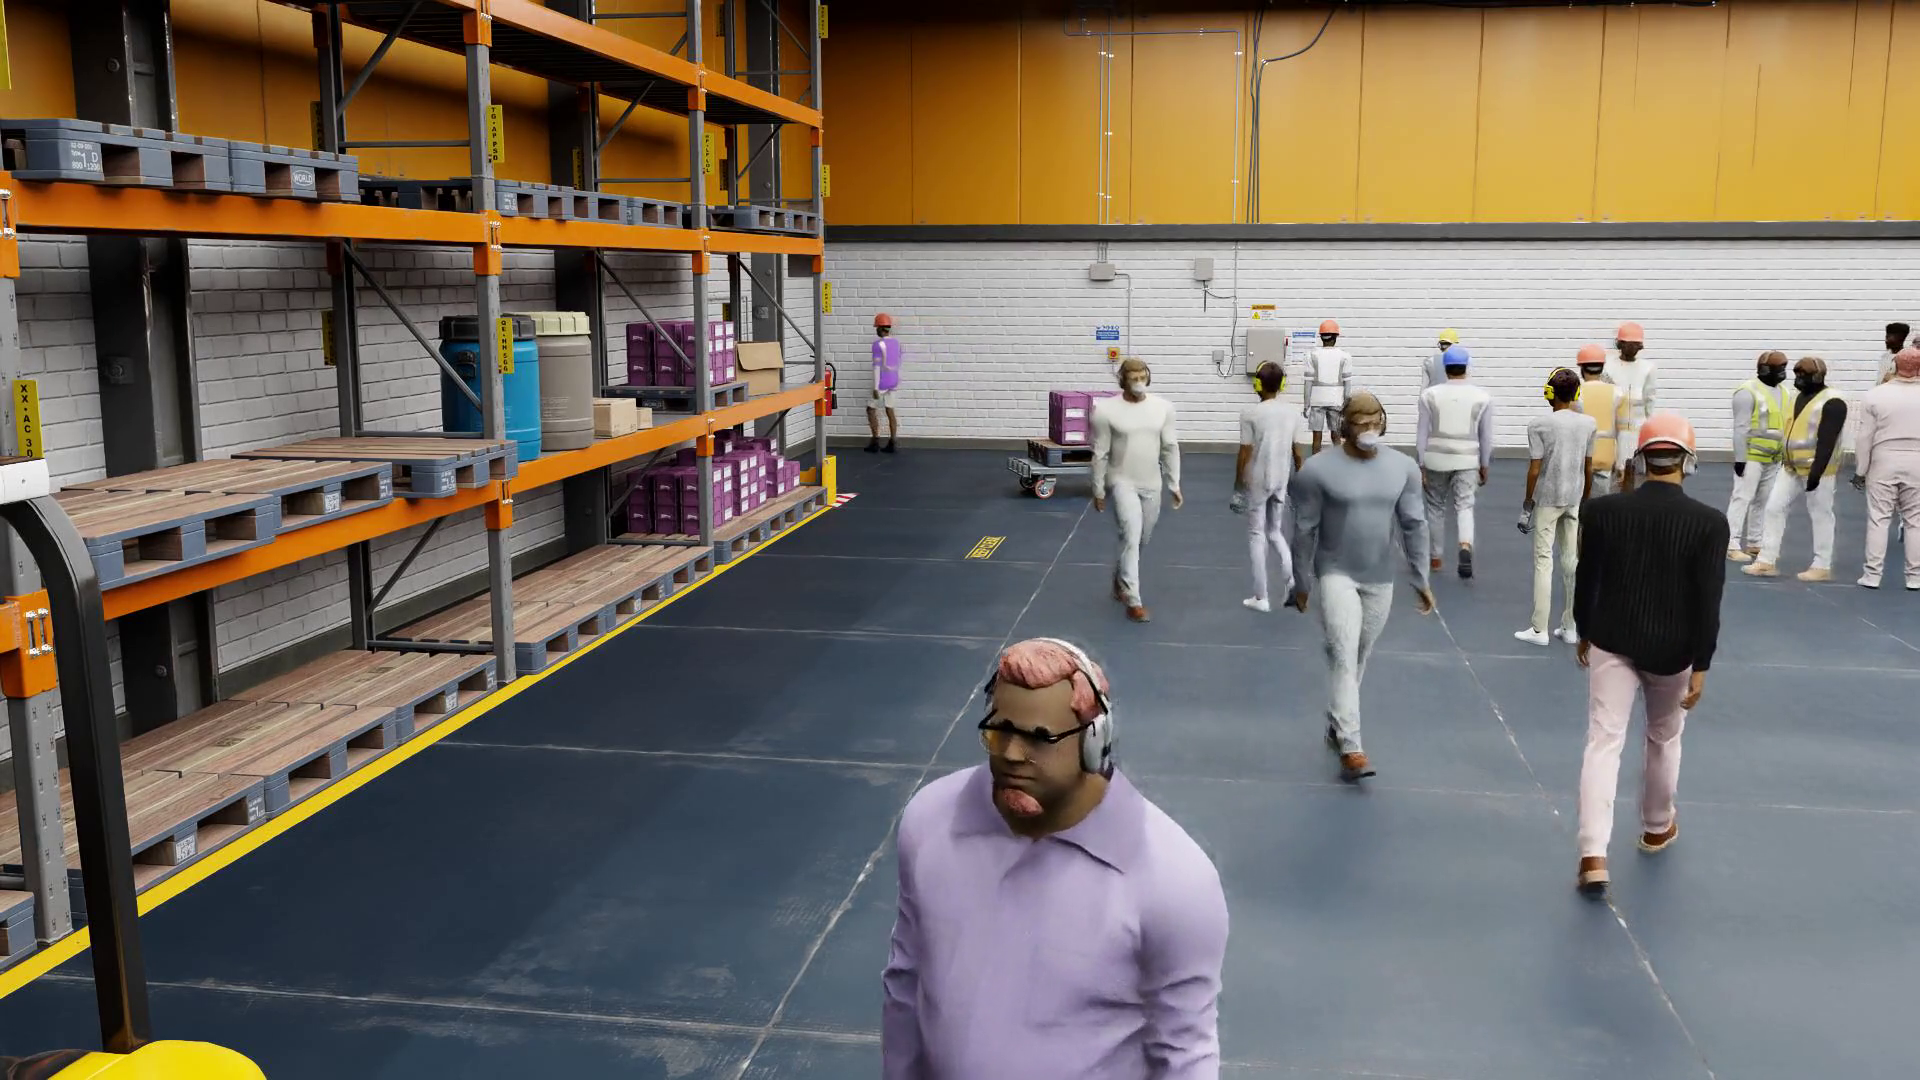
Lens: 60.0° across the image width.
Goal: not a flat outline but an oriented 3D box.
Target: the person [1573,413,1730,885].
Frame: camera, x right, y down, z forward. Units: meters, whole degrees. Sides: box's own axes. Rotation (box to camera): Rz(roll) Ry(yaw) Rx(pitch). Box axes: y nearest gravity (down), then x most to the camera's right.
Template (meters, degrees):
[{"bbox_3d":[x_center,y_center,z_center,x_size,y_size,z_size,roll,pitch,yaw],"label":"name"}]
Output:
[{"bbox_3d":[2.806,0.448,6.875,0.621,1.935,1.064,6,11,34],"label":"person"}]

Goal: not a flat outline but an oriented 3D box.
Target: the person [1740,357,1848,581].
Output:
[{"bbox_3d":[6.730,-0.554,13.385,0.790,1.814,0.627,-2,9,-12],"label":"person"}]

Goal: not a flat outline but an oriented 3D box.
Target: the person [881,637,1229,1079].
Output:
[{"bbox_3d":[0.159,1.084,3.010,0.663,1.890,0.582,6,11,32],"label":"person"}]

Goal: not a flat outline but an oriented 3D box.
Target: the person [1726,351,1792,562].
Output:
[{"bbox_3d":[6.920,-0.719,14.364,0.637,1.830,0.430,-5,10,-27],"label":"person"}]

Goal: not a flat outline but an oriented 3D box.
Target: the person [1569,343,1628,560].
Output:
[{"bbox_3d":[5.146,-0.650,13.628,0.540,1.914,0.455,0,9,1],"label":"person"}]

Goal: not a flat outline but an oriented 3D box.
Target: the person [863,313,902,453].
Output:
[{"bbox_3d":[-1.095,-2.146,22.868,0.590,1.920,0.561,8,12,41],"label":"person"}]

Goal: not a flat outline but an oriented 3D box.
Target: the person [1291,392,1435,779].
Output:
[{"bbox_3d":[2.018,0.224,8.282,0.651,1.892,0.969,-1,9,-8],"label":"person"}]

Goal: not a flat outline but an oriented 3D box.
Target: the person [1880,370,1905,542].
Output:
[{"bbox_3d":[8.472,-0.748,15.119,0.517,1.621,0.390,1,9,7],"label":"person"}]

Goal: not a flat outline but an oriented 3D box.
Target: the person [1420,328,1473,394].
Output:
[{"bbox_3d":[5.717,-1.570,19.580,0.592,1.828,0.404,3,10,20],"label":"person"}]

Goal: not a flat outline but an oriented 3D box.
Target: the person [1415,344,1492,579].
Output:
[{"bbox_3d":[4.029,-0.633,13.557,0.611,1.917,0.835,2,9,12],"label":"person"}]

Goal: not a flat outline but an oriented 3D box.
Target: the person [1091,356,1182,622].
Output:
[{"bbox_3d":[1.254,-0.408,12.216,0.634,1.903,0.971,-3,10,-16],"label":"person"}]

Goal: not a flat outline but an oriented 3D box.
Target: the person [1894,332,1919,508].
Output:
[{"bbox_3d":[9.712,-1.183,17.054,0.662,1.872,0.881,-2,9,-10],"label":"person"}]

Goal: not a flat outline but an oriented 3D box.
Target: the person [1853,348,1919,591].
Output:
[{"bbox_3d":[7.380,-0.553,13.076,0.651,1.906,0.403,3,10,18],"label":"person"}]

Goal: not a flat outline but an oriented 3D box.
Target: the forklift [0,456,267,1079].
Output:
[{"bbox_3d":[-2.328,0.975,2.765,2.313,2.155,1.214,1,9,9],"label":"forklift"}]

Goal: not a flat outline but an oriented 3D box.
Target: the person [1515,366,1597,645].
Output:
[{"bbox_3d":[3.994,-0.225,11.163,0.514,1.872,0.328,-2,9,-13],"label":"person"}]

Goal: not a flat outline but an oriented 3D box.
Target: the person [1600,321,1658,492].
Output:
[{"bbox_3d":[6.441,-1.121,16.211,0.624,2.027,0.733,0,9,3],"label":"person"}]

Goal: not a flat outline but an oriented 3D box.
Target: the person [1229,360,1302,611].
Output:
[{"bbox_3d":[2.259,-0.378,12.158,0.531,1.855,0.460,-3,10,-20],"label":"person"}]

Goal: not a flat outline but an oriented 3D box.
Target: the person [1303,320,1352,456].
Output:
[{"bbox_3d":[4.298,-1.610,19.515,0.551,1.928,0.377,1,9,5],"label":"person"}]

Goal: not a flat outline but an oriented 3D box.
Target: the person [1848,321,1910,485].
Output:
[{"bbox_3d":[10.938,-1.586,19.395,0.953,1.938,0.614,0,9,1],"label":"person"}]
